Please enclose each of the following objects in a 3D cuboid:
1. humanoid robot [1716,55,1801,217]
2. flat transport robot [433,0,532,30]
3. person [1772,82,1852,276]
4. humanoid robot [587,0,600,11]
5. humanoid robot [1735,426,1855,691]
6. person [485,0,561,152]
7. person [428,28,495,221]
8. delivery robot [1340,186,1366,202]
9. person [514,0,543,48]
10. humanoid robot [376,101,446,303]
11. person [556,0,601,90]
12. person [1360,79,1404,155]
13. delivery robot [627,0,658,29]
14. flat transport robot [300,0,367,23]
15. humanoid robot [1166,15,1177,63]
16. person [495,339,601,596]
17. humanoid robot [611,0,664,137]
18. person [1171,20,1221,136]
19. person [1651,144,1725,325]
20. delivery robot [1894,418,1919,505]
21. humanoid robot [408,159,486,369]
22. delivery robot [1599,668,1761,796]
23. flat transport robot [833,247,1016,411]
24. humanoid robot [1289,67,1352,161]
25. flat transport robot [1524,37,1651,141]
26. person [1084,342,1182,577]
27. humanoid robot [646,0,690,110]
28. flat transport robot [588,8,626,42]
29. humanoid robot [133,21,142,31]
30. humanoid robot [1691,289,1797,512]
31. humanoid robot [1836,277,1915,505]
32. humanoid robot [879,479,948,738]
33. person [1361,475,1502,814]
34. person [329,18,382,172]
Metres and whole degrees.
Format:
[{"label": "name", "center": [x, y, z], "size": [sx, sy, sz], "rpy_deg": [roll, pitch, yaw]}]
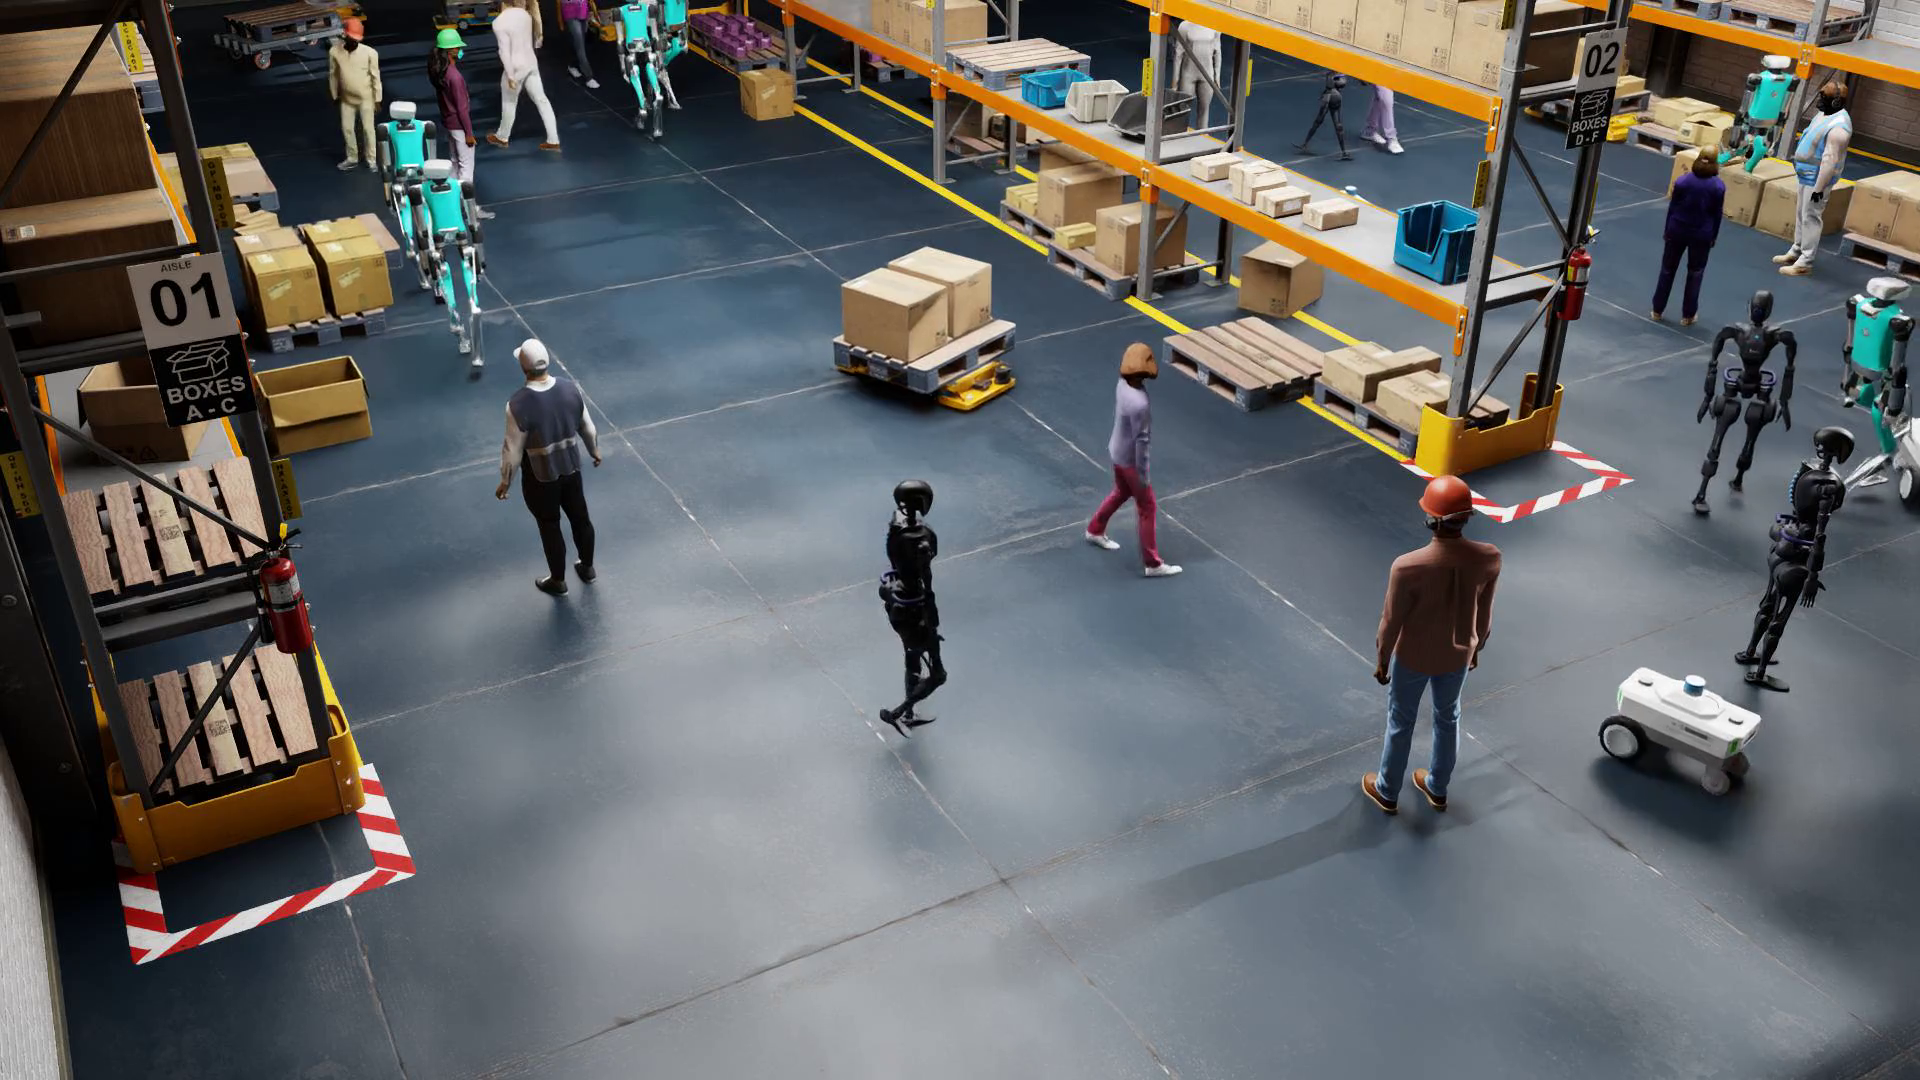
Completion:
[{"label": "humanoid robot", "center": [8.112, -4.118, 17.190], "size": [0.545, 1.868, 0.748], "rpy_deg": [-2, 30, -3]}, {"label": "flat transport robot", "center": [-7.252, -7.956, 25.259], "size": [1.431, 0.231, 0.659], "rpy_deg": [-10, 31, -17]}, {"label": "person", "center": [8.131, -3.437, 15.830], "size": [0.431, 1.838, 0.621], "rpy_deg": [7, 31, 11]}, {"label": "humanoid robot", "center": [-5.752, -8.875, 25.478], "size": [0.599, 1.637, 0.631], "rpy_deg": [-8, 31, -13]}, {"label": "humanoid robot", "center": [4.960, 0.078, 9.845], "size": [0.315, 1.657, 0.599], "rpy_deg": [7, 31, 12]}, {"label": "person", "center": [-5.139, -5.466, 19.320], "size": [0.990, 1.877, 0.631], "rpy_deg": [16, 33, 25]}, {"label": "person", "center": [-5.190, -4.277, 17.170], "size": [0.422, 1.948, 0.499], "rpy_deg": [-22, 36, -33]}, {"label": "delivery robot", "center": [3.921, -3.273, 16.811], "size": [0.499, 0.586, 0.764], "rpy_deg": [-10, 31, -17]}, {"label": "person", "center": [-6.233, -7.889, 23.677], "size": [0.603, 1.738, 0.424], "rpy_deg": [3, 30, 5]}, {"label": "humanoid robot", "center": [-4.975, -3.023, 15.270], "size": [0.556, 1.853, 0.854], "rpy_deg": [-10, 31, -17]}, {"label": "person", "center": [-5.075, -6.942, 21.946], "size": [0.930, 1.808, 0.505], "rpy_deg": [26, 39, 38]}, {"label": "person", "center": [5.053, -5.449, 19.305], "size": [0.757, 1.853, 0.892], "rpy_deg": [-22, 36, -33]}, {"label": "delivery robot", "center": [-4.670, -8.076, 25.183], "size": [0.795, 0.596, 0.499], "rpy_deg": [-20, 35, -31]}, {"label": "flat transport robot", "center": [-9.694, -8.192, 25.671], "size": [0.659, 0.231, 1.431], "rpy_deg": [-18, 34, -28]}, {"label": "humanoid robot", "center": [2.959, -7.409, 22.883], "size": [0.374, 1.646, 0.612], "rpy_deg": [9, 31, 15]}, {"label": "person", "center": [-2.638, -0.461, 10.716], "size": [0.752, 1.757, 0.450], "rpy_deg": [-26, 39, -38]}, {"label": "humanoid robot", "center": [-3.722, -5.537, 19.599], "size": [0.538, 1.732, 0.984], "rpy_deg": [-10, 31, -17]}, {"label": "person", "center": [2.710, -5.340, 19.083], "size": [0.568, 1.888, 0.381], "rpy_deg": [-4, 30, -6]}, {"label": "person", "center": [6.486, -2.713, 14.773], "size": [0.448, 1.621, 0.347], "rpy_deg": [15, 33, 25]}, {"label": "delivery robot", "center": [7.135, -0.567, 12.129], "size": [0.499, 0.614, 0.789], "rpy_deg": [6, 30, 10]}, {"label": "humanoid robot", "center": [-4.186, -2.200, 13.814], "size": [0.534, 1.773, 1.015], "rpy_deg": [-9, 31, -16]}, {"label": "delivery robot", "center": [4.051, 1.029, 9.337], "size": [0.499, 0.600, 0.804], "rpy_deg": [-26, 39, -38]}, {"label": "flat transport robot", "center": [-0.293, -1.443, 13.922], "size": [1.431, 0.231, 0.659], "rpy_deg": [22, 36, 33]}, {"label": "humanoid robot", "center": [4.199, -5.185, 19.046], "size": [0.729, 1.625, 0.608], "rpy_deg": [6, 30, 10]}, {"label": "flat transport robot", "center": [7.733, -5.221, 20.498], "size": [0.659, 0.231, 1.431], "rpy_deg": [-16, 33, -25]}, {"label": "person", "center": [1.165, -0.558, 11.039], "size": [0.588, 1.600, 0.561], "rpy_deg": [-2, 30, -3]}, {"label": "humanoid robot", "center": [-3.736, -6.185, 20.791], "size": [0.832, 1.868, 0.539], "rpy_deg": [20, 35, 31]}, {"label": "flat transport robot", "center": [-5.195, -7.681, 24.780], "size": [0.659, 0.231, 1.431], "rpy_deg": [-15, 33, -24]}, {"label": "humanoid robot", "center": [-11.140, -6.968, 22.189], "size": [0.793, 1.634, 0.601], "rpy_deg": [22, 36, 33]}, {"label": "humanoid robot", "center": [5.559, -0.976, 11.726], "size": [0.623, 1.637, 0.626], "rpy_deg": [13, 32, 21]}, {"label": "humanoid robot", "center": [6.582, -1.040, 11.762], "size": [0.865, 1.762, 0.545], "rpy_deg": [-9, 31, -15]}, {"label": "humanoid robot", "center": [-0.314, 0.384, 9.334], "size": [0.407, 1.648, 0.612], "rpy_deg": [-12, 32, -19]}, {"label": "person", "center": [2.452, 0.570, 8.700], "size": [0.610, 1.986, 0.402], "rpy_deg": [-5, 30, -9]}, {"label": "person", "center": [-6.745, -4.957, 18.591], "size": [0.622, 1.716, 0.336], "rpy_deg": [2, 30, 3]}]
